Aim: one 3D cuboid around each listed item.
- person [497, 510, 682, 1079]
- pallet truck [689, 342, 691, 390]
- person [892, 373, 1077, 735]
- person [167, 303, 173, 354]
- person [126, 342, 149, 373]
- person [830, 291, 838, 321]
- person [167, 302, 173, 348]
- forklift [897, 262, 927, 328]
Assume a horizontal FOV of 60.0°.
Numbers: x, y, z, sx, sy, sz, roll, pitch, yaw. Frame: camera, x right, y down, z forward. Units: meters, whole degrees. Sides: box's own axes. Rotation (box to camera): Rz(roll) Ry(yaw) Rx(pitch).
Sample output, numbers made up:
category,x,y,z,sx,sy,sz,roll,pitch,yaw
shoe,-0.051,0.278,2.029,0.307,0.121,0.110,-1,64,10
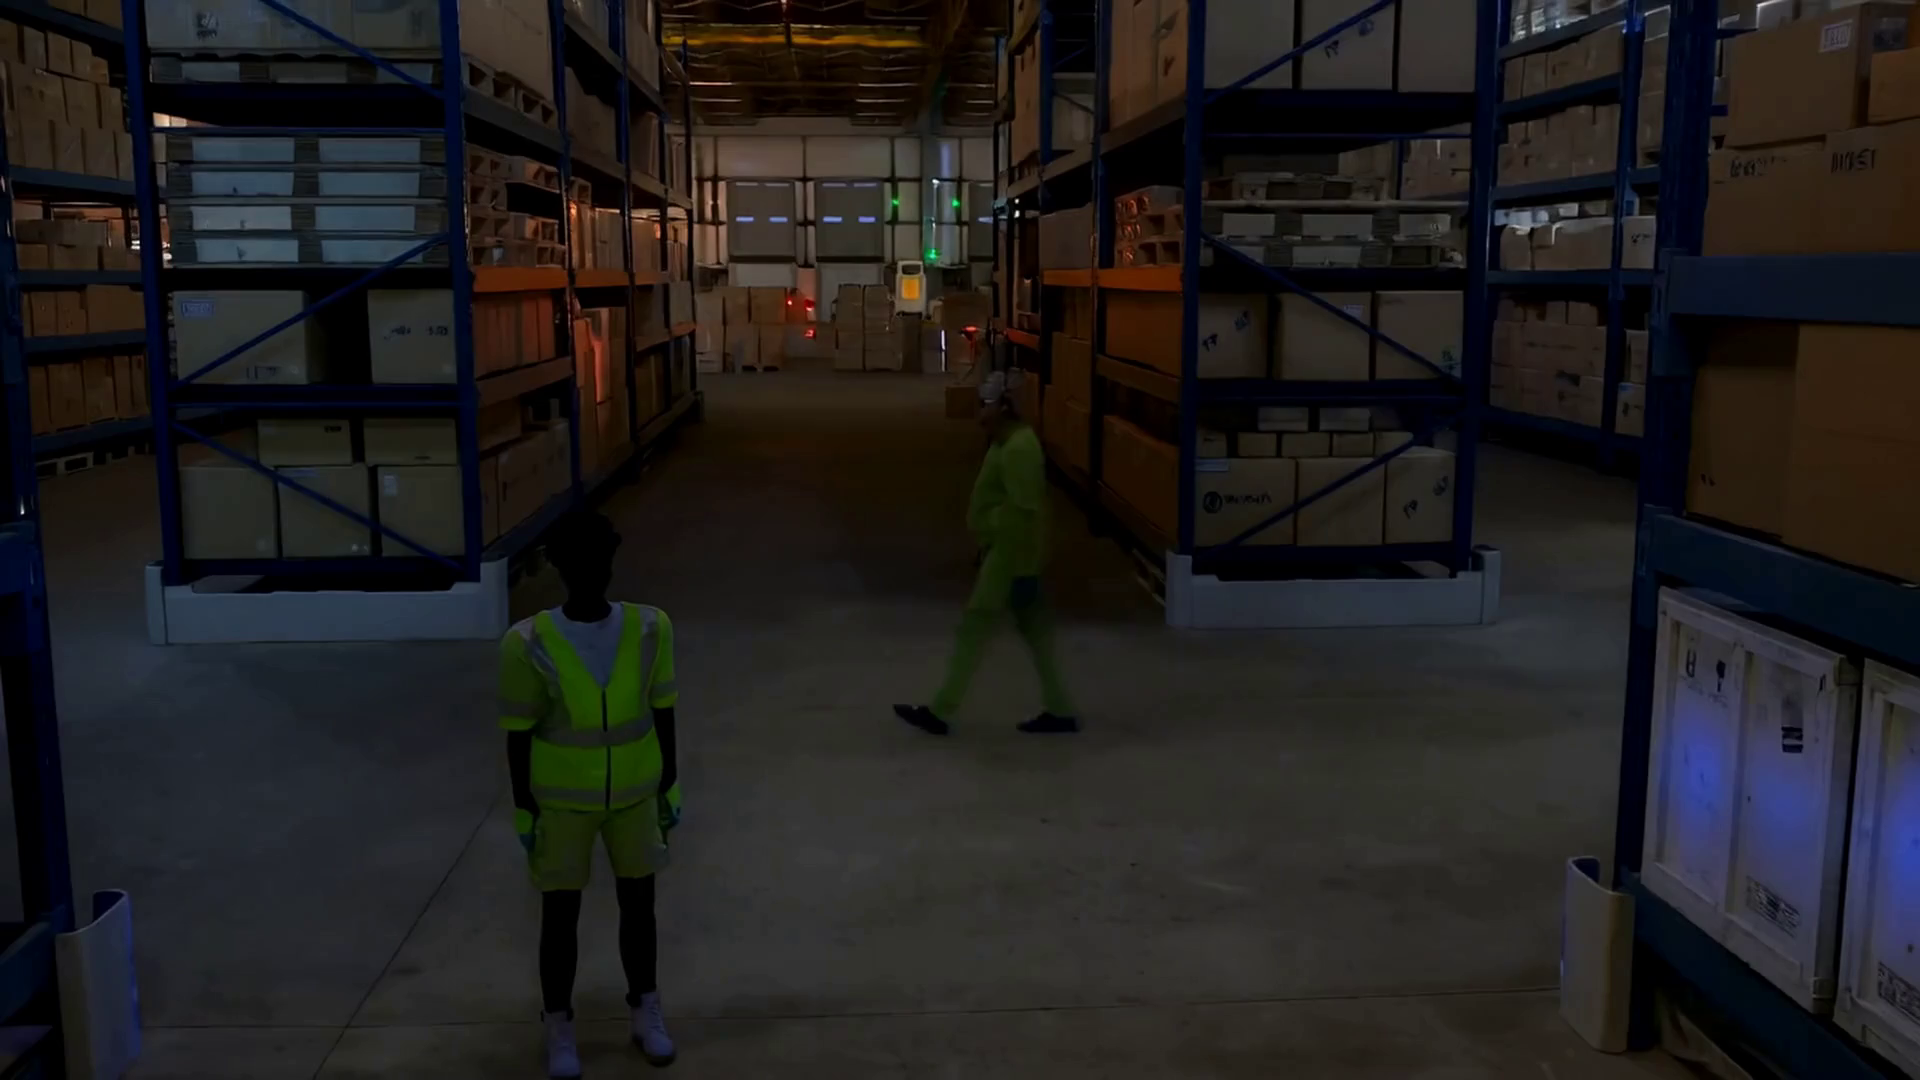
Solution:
category,x,y,z,sx,sy,sz,roll,pitch,yaw
person,-1.075,0.745,4.886,0.530,1.690,0.319,-5,10,-27
pallet truck,-5.225,-3.008,27.480,1.885,1.965,0.823,2,9,14
person,0.152,0.083,8.500,0.987,1.853,0.665,1,9,4
person,-23.285,-6.312,48.613,0.586,1.882,1.005,0,9,-3
person,-17.710,-4.326,35.854,0.607,1.966,0.373,1,9,7
person,-4.007,-7.254,54.646,0.935,1.854,0.581,-6,11,-33
person,-25.590,-7.022,53.348,0.961,1.800,0.628,5,10,28
forklift,-1.725,-8.419,58.697,1.129,2.768,1.873,-1,9,-4
